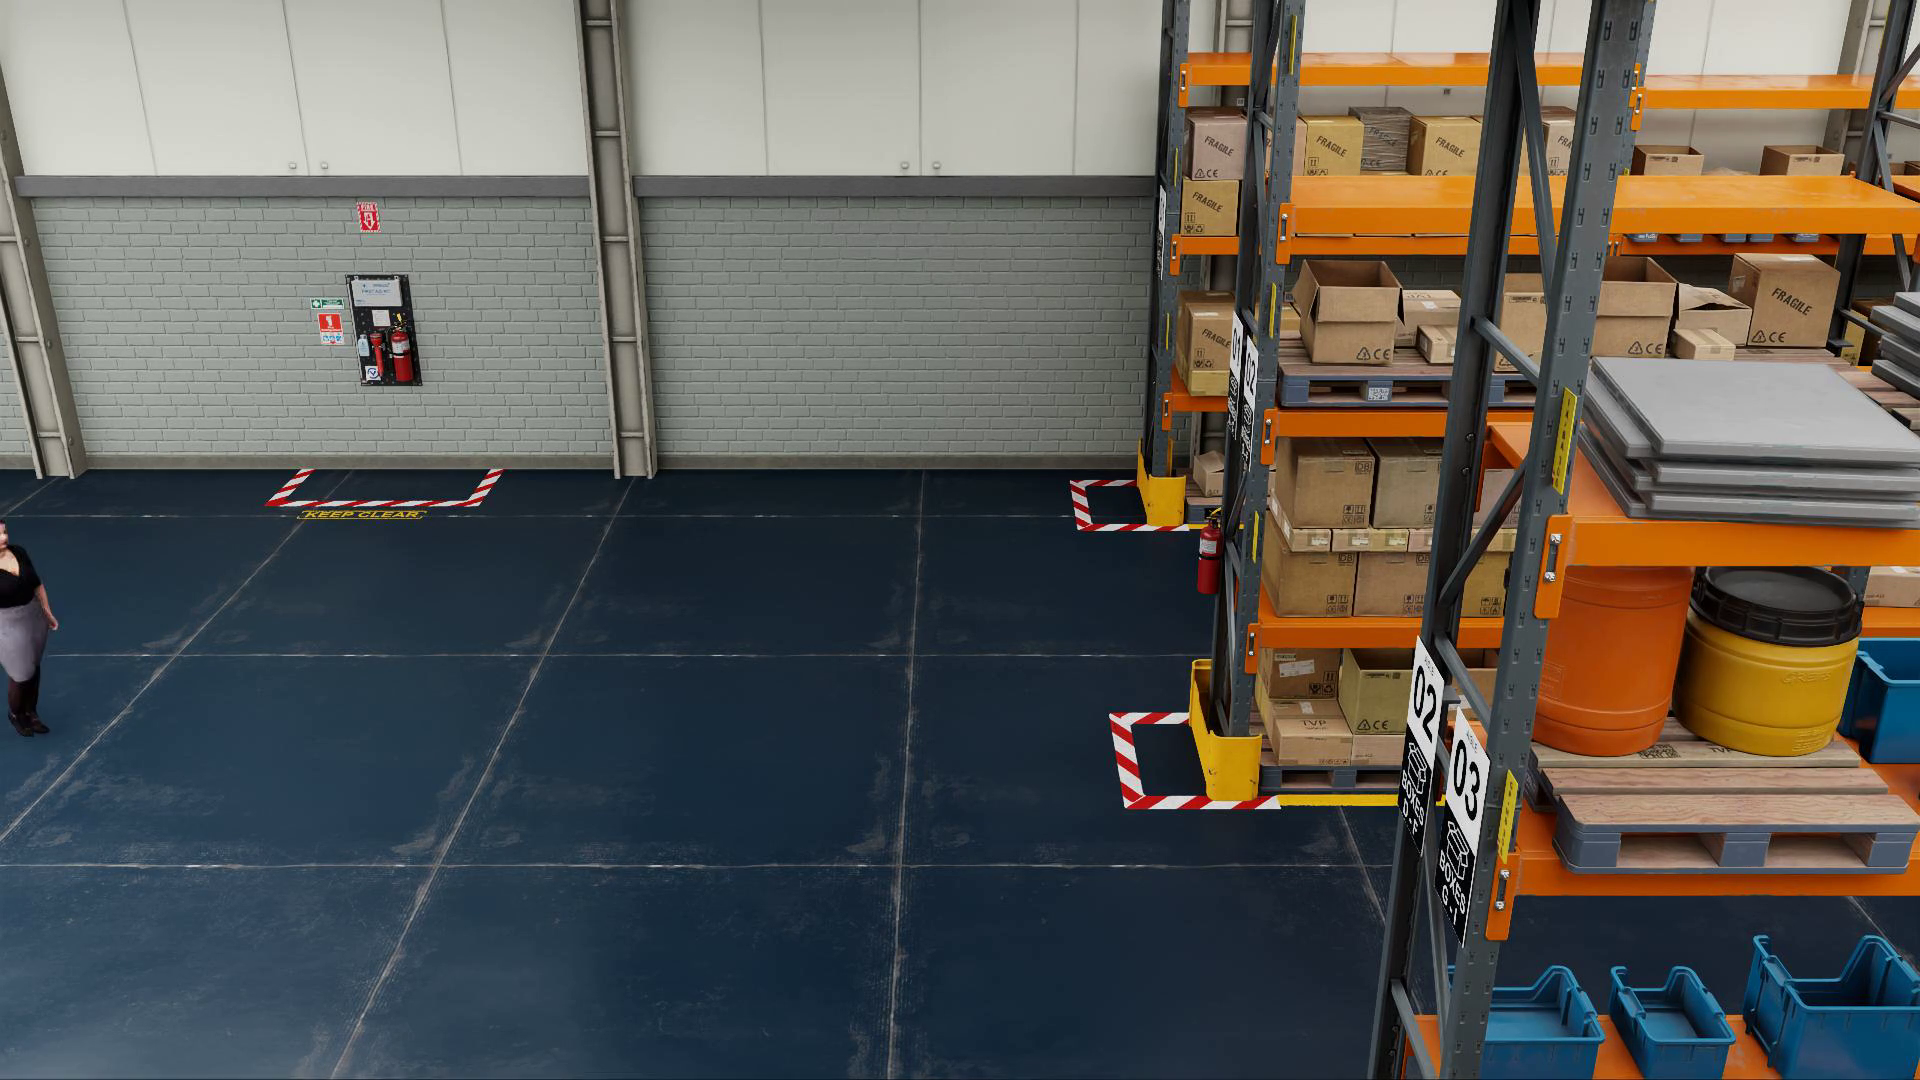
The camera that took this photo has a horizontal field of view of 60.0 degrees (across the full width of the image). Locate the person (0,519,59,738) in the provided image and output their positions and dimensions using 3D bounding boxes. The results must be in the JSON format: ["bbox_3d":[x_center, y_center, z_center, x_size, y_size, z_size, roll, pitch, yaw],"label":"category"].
[{"bbox_3d":[-6.914,0.631,12.031,0.704,1.745,0.719,6,24,14],"label":"person"}]
